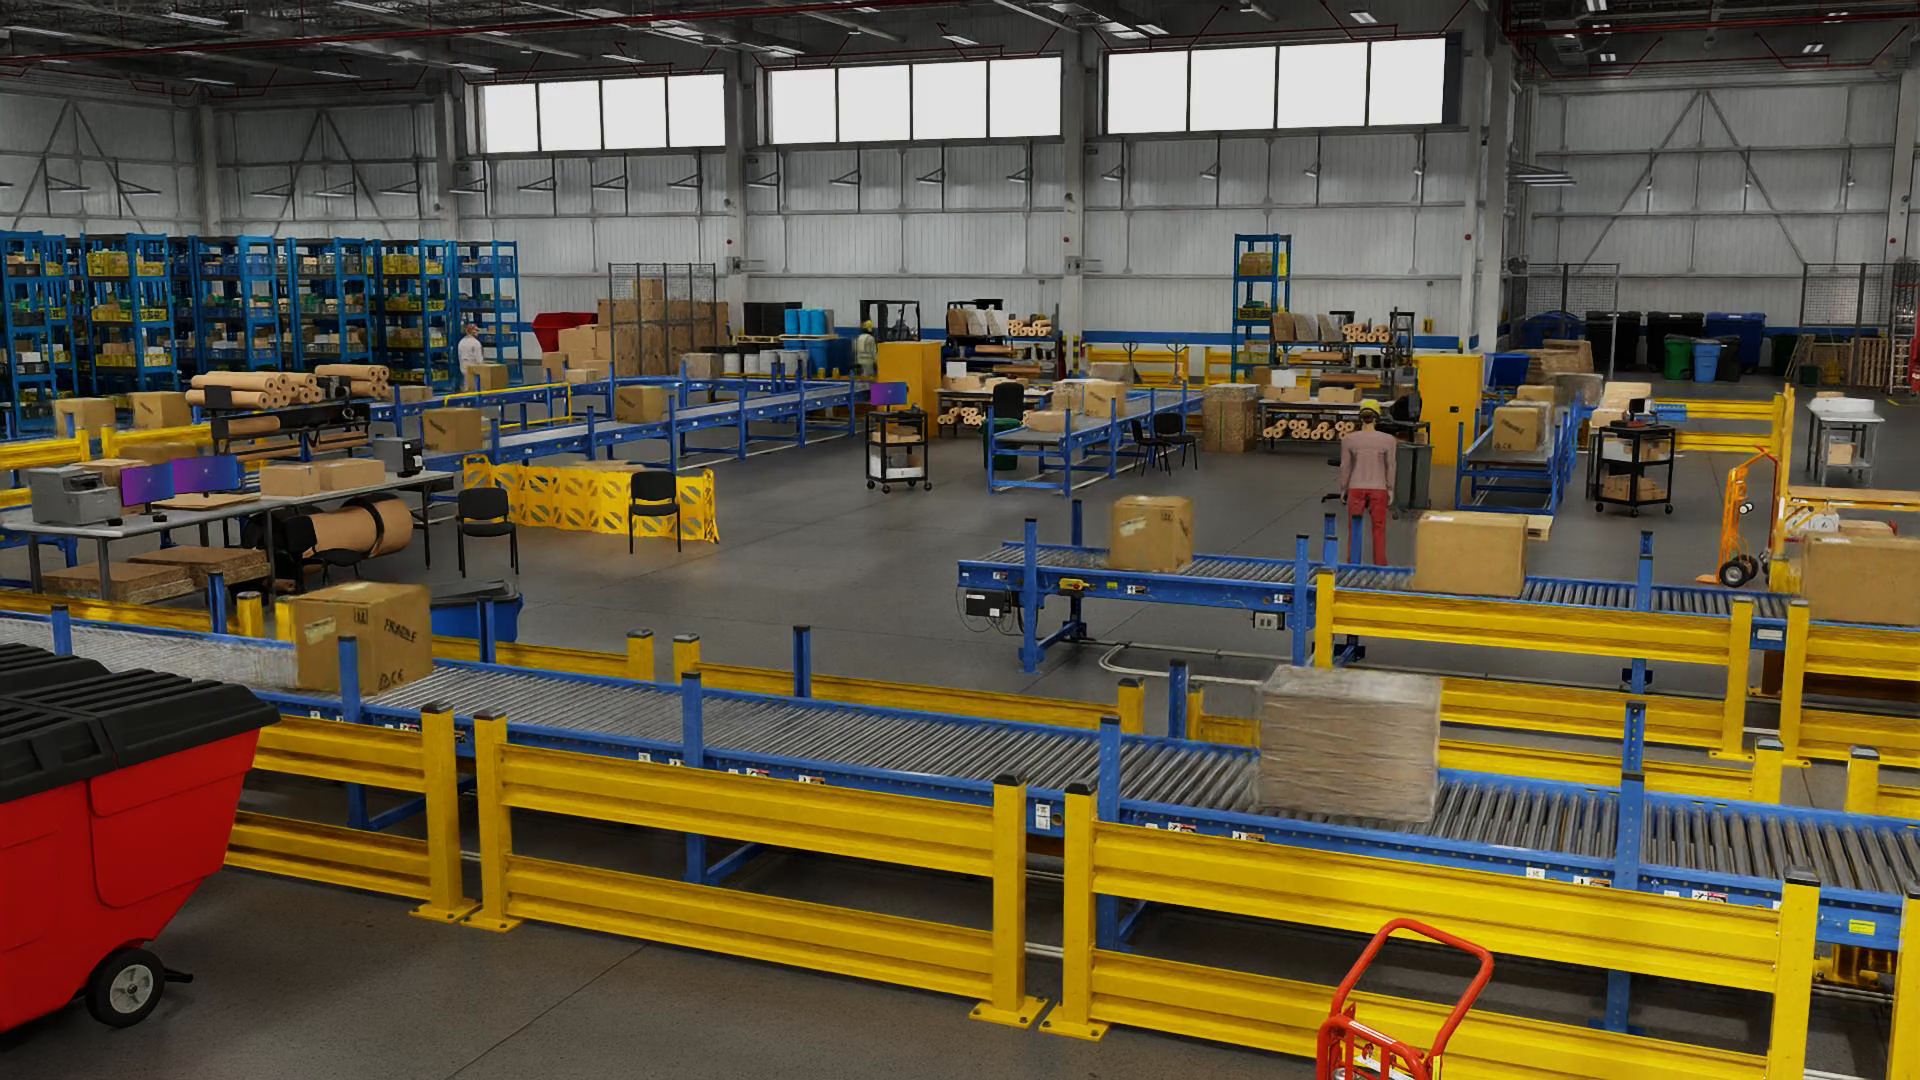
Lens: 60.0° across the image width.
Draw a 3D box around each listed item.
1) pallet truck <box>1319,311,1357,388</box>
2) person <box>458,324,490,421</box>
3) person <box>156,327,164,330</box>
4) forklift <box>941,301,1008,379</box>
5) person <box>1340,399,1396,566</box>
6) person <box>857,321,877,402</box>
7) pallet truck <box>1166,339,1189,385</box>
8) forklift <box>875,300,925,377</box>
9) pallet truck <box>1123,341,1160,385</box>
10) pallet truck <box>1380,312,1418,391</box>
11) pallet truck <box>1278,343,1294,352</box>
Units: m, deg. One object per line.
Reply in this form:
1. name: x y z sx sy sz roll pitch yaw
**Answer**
1. pallet truck: 9.071 -4.419 39.190 0.823 1.965 1.885 5 10 26
2. person: -9.510 -3.274 32.542 0.644 1.903 0.400 8 12 39
3. person: -17.945 -4.038 37.401 0.571 1.831 0.411 -5 11 -29
4. forklift: 0.365 -4.966 41.571 1.157 1.987 2.680 3 10 20
5. person: 3.926 -0.479 16.032 0.529 1.763 0.337 3 10 17
6. person: -1.950 -3.992 37.187 0.804 1.799 0.612 -5 11 -30
7. pallet truck: 5.418 -4.269 40.420 0.704 1.261 1.522 3 10 20
8. forklift: -1.732 -5.109 42.468 1.157 1.987 2.680 4 10 22
9. pallet truck: 4.445 -4.380 41.279 0.680 1.201 1.601 4 10 22
10. pallet truck: 10.207 -4.283 38.369 0.823 1.965 1.885 3 10 20
11. pallet truck: 7.886 -4.163 39.743 0.653 1.274 1.630 4 10 22
